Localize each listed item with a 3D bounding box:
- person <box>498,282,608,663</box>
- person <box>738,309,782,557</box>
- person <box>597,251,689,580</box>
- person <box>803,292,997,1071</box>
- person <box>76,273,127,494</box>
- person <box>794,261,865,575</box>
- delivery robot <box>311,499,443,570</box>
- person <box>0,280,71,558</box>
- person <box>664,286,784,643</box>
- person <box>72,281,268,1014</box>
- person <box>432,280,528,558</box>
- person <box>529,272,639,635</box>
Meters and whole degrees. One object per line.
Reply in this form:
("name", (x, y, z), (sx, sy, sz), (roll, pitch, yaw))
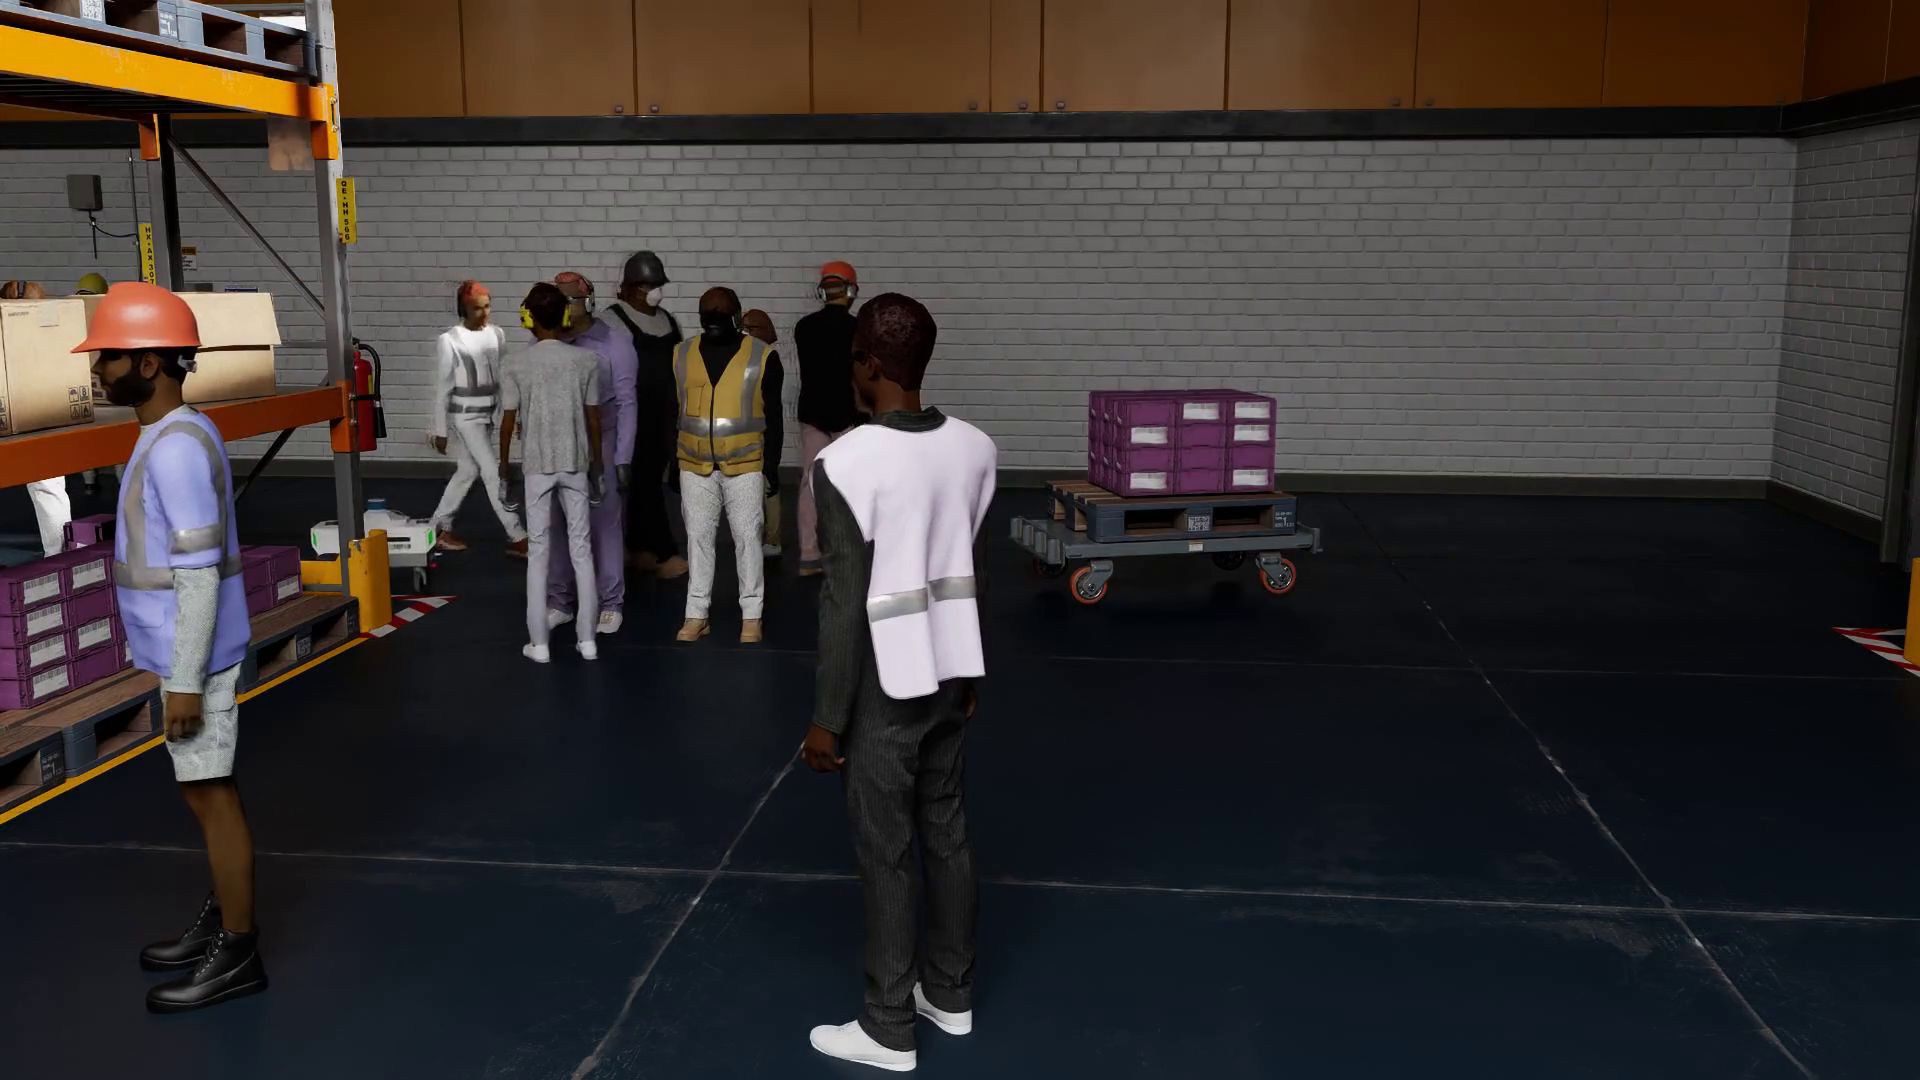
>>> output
("person", (-2.001, -0.324, 8.177), (0.530, 1.866, 0.342), (-4, 11, -22))
("person", (-1.334, -0.705, 11.004), (0.273, 1.636, 0.507), (-3, 10, -16))
("person", (-1.833, -0.776, 10.256), (0.901, 2.000, 0.703), (7, 12, 33))
("person", (-0.138, 0.356, 4.126), (0.386, 1.918, 0.596), (8, 13, 38))
("person", (-7.132, -1.291, 13.800), (0.599, 1.830, 0.403), (-1, 10, -8))
("person", (-0.740, -0.777, 10.534), (0.609, 1.940, 0.903), (6, 11, 29))
("delivery robot", (-3.421, 0.000, 9.792), (0.707, 0.478, 0.477), (-1, 10, -7))
("person", (-5.527, -0.622, 9.944), (0.429, 1.843, 0.631), (-5, 11, -25))
("person", (-1.223, -0.380, 8.580), (0.621, 1.838, 0.429), (1, 10, 6))
("person", (-2.092, 0.290, 4.444), (0.370, 1.939, 0.543), (-4, 11, -24))
("person", (-3.216, -0.797, 11.001), (0.960, 1.834, 0.660), (4, 11, 21))
("person", (-2.016, -0.449, 8.770), (0.640, 1.909, 0.409), (2, 10, 13))
